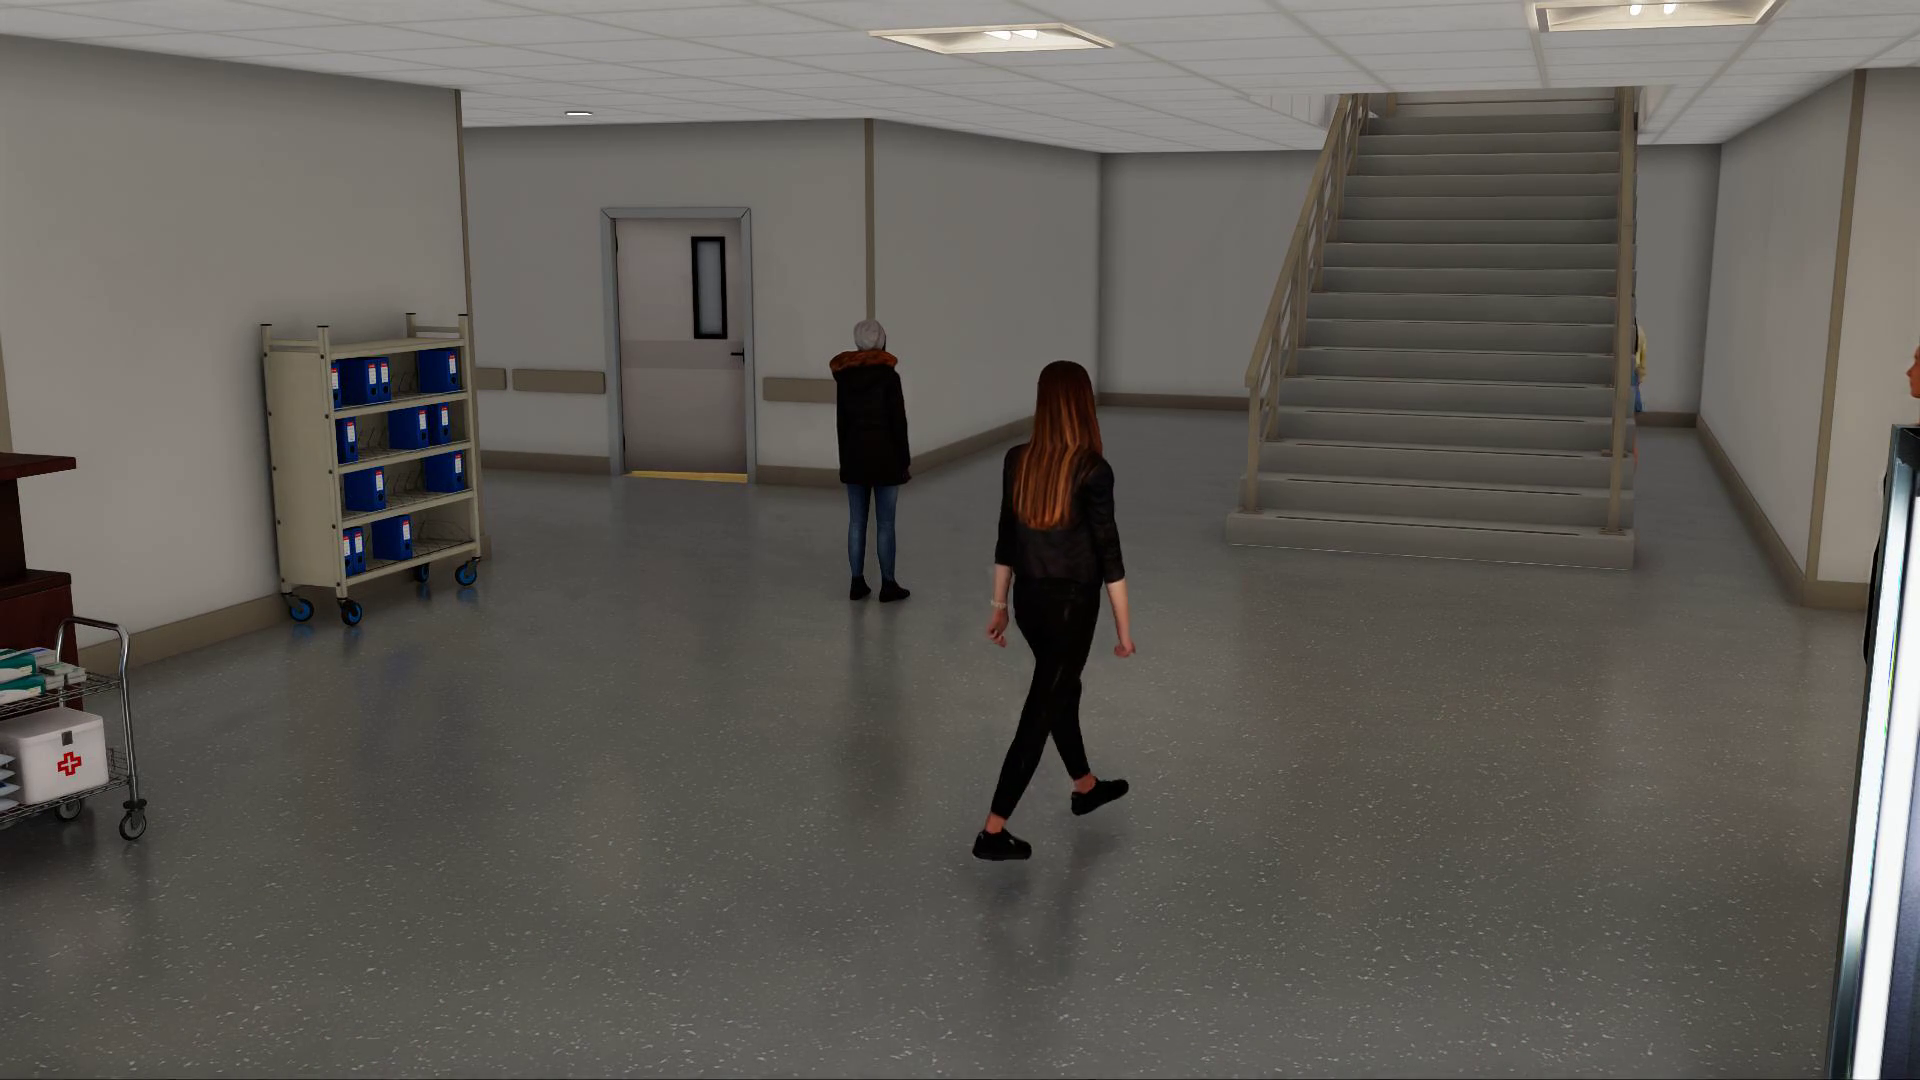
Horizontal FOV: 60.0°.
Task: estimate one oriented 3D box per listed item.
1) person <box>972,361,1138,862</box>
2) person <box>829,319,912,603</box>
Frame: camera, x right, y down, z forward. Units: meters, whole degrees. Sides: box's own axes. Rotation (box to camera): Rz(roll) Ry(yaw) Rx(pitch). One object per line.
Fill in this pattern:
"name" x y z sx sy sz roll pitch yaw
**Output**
"person" 0.263 0.281 5.624 0.938 1.667 1.246 10 14 42
"person" -0.508 -0.462 9.623 0.631 1.634 0.613 5 12 23
